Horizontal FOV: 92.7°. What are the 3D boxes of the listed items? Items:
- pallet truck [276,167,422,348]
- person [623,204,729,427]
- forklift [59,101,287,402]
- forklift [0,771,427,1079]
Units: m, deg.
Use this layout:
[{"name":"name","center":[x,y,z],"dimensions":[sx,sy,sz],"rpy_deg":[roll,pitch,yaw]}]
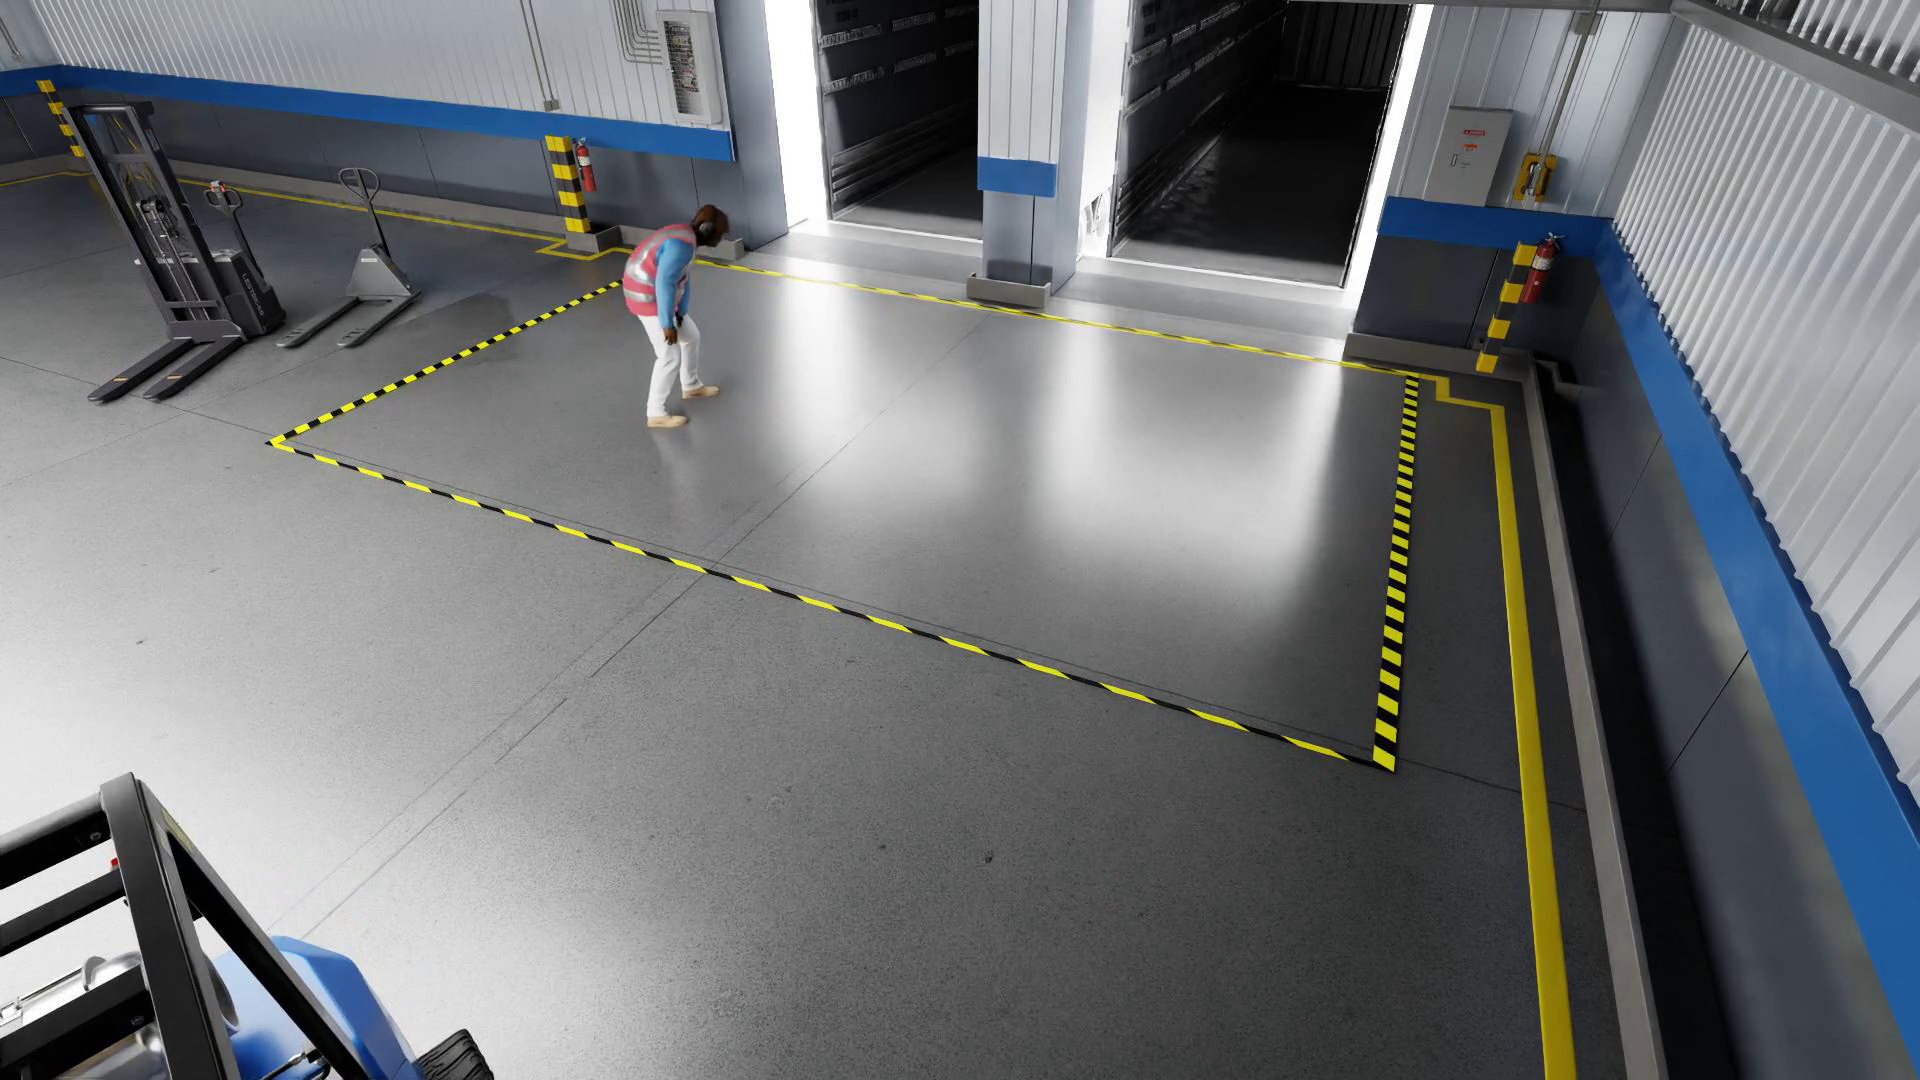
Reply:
[{"name":"pallet truck","center":[-5.732,-2.611,8.414],"dimensions":[0.680,1.201,1.601],"rpy_deg":[-1,35,-1]},{"name":"person","center":[-2.031,-1.647,6.799],"dimensions":[0.833,1.529,0.753],"rpy_deg":[-10,36,-14]},{"name":"forklift","center":[-6.686,-2.387,7.434],"dimensions":[0.823,1.965,1.885],"rpy_deg":[-3,35,-5]},{"name":"forklift","center":[-1.292,1.609,1.408],"dimensions":[1.157,2.036,2.680],"rpy_deg":[-29,44,-35]}]
